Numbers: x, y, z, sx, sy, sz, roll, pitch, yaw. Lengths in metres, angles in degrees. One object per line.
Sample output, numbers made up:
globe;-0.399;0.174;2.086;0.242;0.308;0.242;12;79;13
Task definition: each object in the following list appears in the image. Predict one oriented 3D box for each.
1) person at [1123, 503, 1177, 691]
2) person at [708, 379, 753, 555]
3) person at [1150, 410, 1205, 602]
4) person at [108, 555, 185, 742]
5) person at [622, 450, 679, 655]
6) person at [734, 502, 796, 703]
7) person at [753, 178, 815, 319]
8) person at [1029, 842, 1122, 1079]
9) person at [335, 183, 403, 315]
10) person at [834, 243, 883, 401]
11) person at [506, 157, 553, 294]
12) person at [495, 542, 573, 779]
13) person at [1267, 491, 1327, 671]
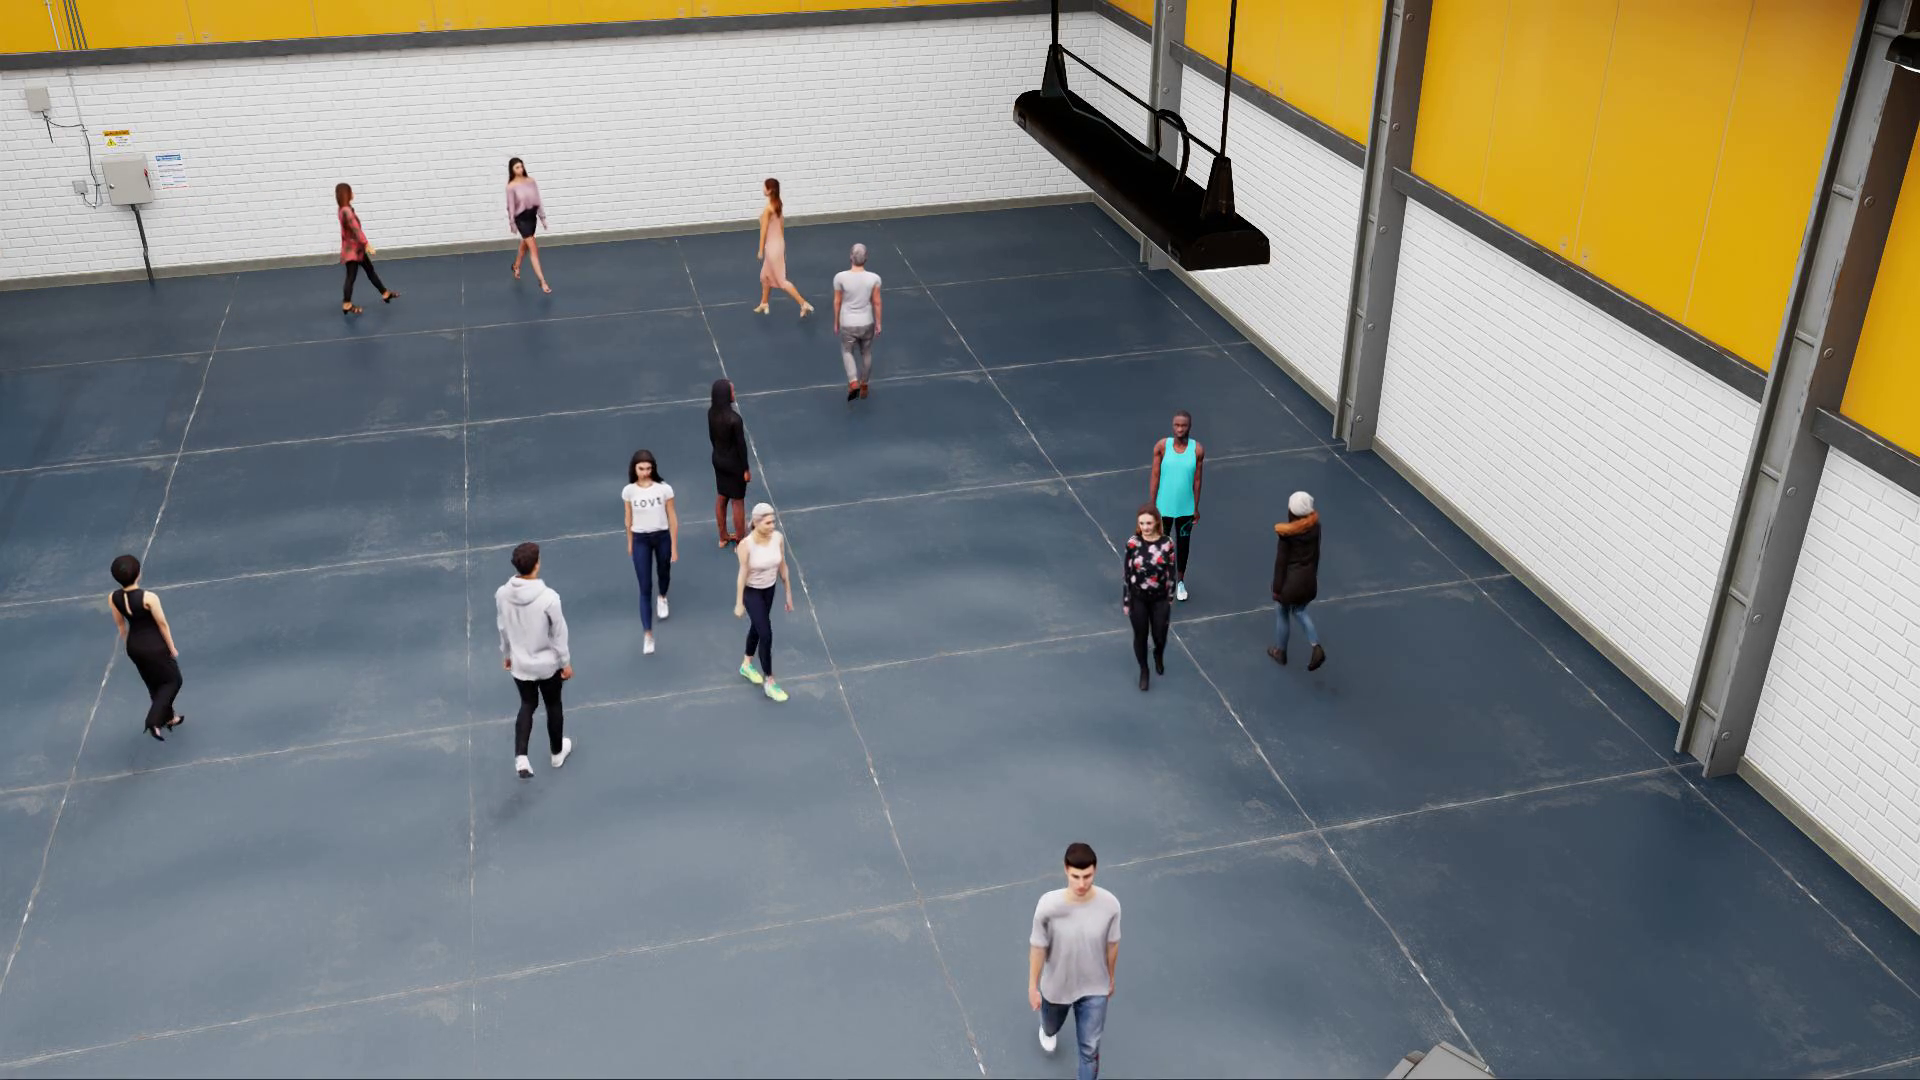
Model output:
person;1.533;0.423;13.581;0.686;1.672;0.728;1;29;2
person;-2.160;-0.701;15.590;0.635;1.721;0.748;24;36;36
person;1.915;-0.314;14.787;0.674;1.811;0.640;4;29;7
person;-6.293;0.883;12.827;0.768;1.588;0.873;5;29;9
person;-2.617;0.017;14.268;0.631;1.727;1.182;-5;29;-9
person;-1.689;0.424;13.574;0.893;1.678;1.023;-25;37;-38
person;-2.243;-3.603;20.832;1.049;1.796;1.111;9;30;15
person;0.645;2.482;9.613;0.806;1.857;1.199;-2;29;-4
person;-7.751;-3.650;21.050;0.771;1.671;0.962;-12;31;-22
person;-1.145;-2.383;18.580;0.767;1.812;0.905;-3;29;-6
person;-5.752;-4.144;21.862;1.209;1.760;1.027;23;36;35
person;-3.191;0.950;12.372;0.927;1.905;1.101;7;29;12
person;2.815;0.378;13.718;0.769;1.620;0.934;-15;32;-26
